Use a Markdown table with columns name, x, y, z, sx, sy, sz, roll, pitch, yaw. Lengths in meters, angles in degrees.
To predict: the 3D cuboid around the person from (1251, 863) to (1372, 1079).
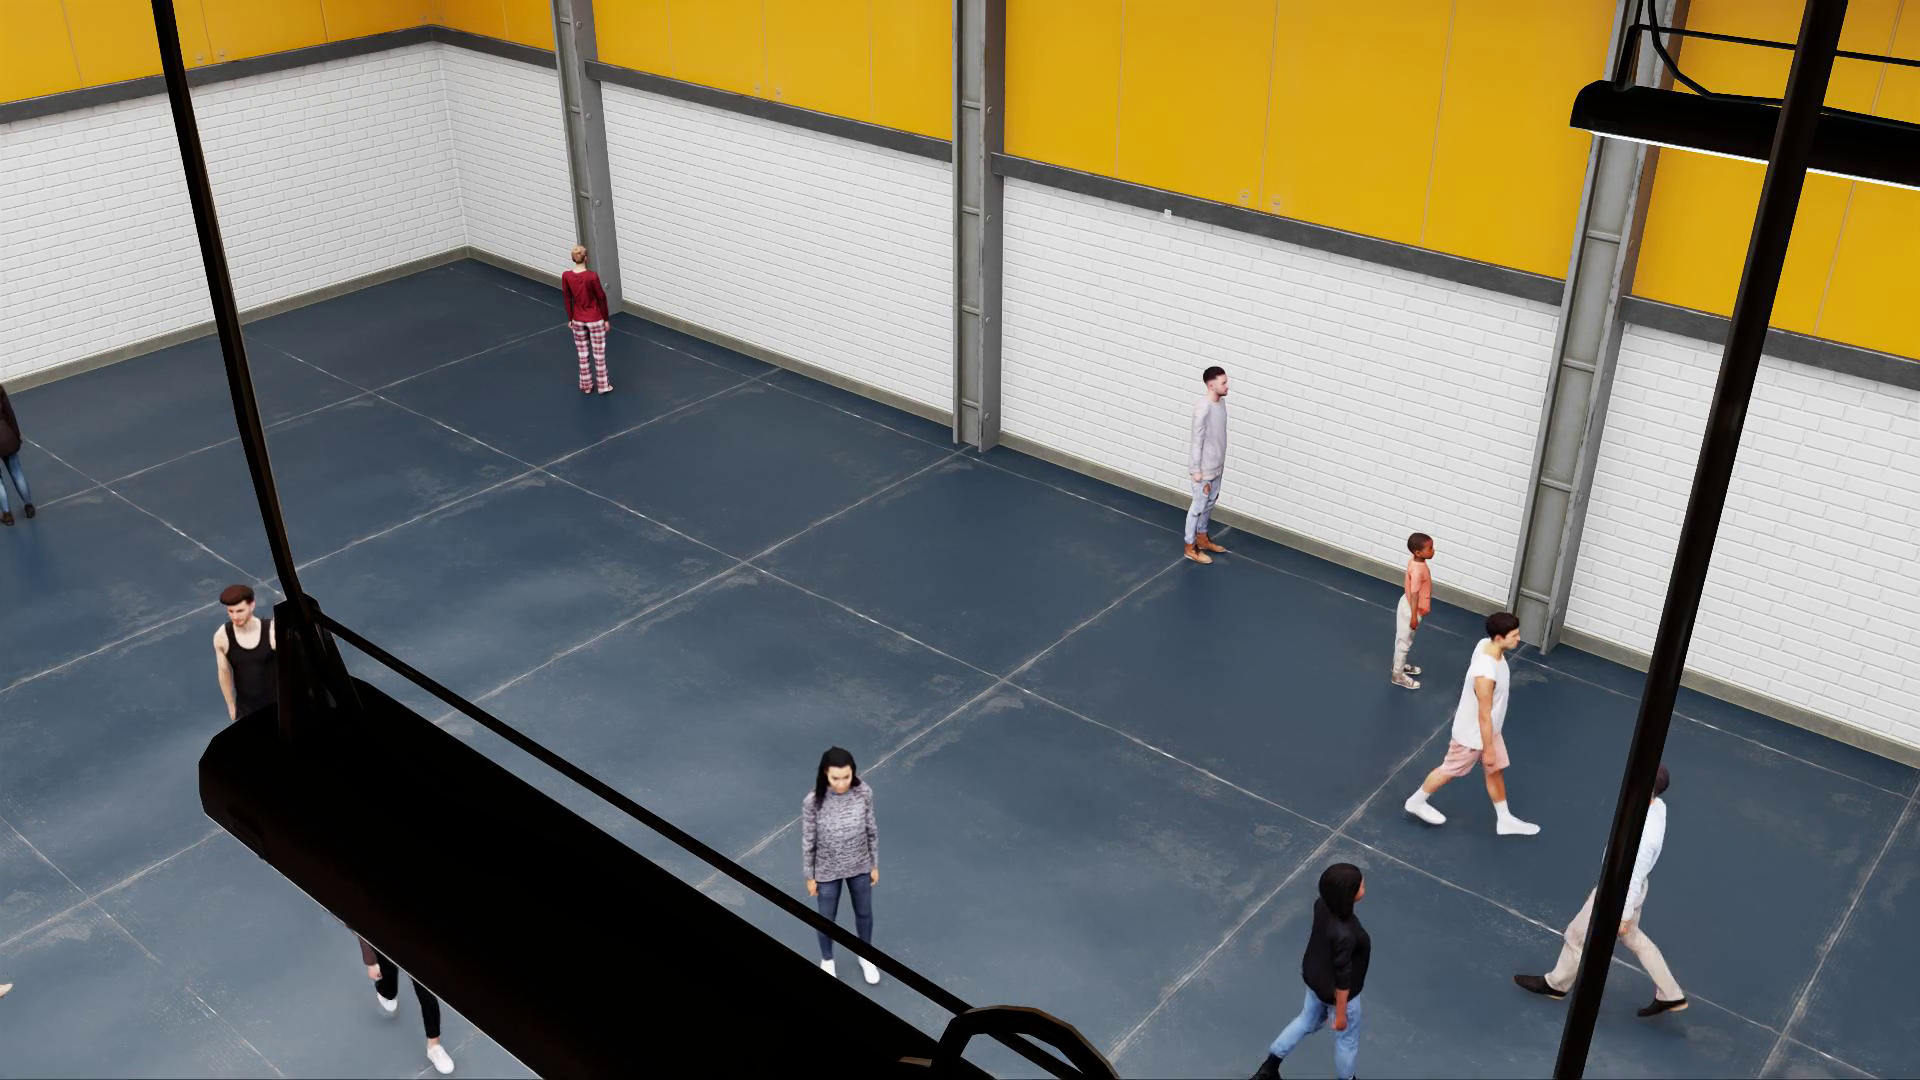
| name | x | y | z | sx | sy | sz | roll | pitch | yaw |
| --- | --- | --- | --- | --- | --- | --- | --- | --- | --- |
| person | 1.966 | 2.473 | 9.131 | 0.970 | 1.682 | 0.983 | -7 | 29 | -13 |

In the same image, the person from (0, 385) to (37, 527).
| name | x | y | z | sx | sy | sz | roll | pitch | yaw |
| --- | --- | --- | --- | --- | --- | --- | --- | --- | --- |
| person | -8.953 | -0.923 | 15.409 | 0.647 | 1.634 | 0.621 | -25 | 37 | -38 |

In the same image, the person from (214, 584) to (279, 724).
| name | x | y | z | sx | sy | sz | roll | pitch | yaw |
| --- | --- | --- | --- | --- | --- | --- | --- | --- | --- |
| person | -4.775 | 1.082 | 11.475 | 0.967 | 1.879 | 1.042 | -5 | 29 | -9 |

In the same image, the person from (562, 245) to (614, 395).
| name | x | y | z | sx | sy | sz | roll | pitch | yaw |
| --- | --- | --- | --- | --- | --- | --- | --- | --- | --- |
| person | -4.040 | -2.401 | 18.050 | 0.624 | 1.698 | 0.742 | 4 | 29 | 7 |

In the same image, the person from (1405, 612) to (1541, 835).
| name | x | y | z | sx | sy | sz | roll | pitch | yaw |
| --- | --- | --- | --- | --- | --- | --- | --- | --- | --- |
| person | 3.429 | 1.259 | 11.298 | 1.210 | 1.739 | 0.863 | 13 | 31 | 22 |

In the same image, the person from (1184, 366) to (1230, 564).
| name | x | y | z | sx | sy | sz | roll | pitch | yaw |
| --- | --- | --- | --- | --- | --- | --- | --- | --- | --- |
| person | 2.188 | -0.694 | 14.774 | 0.604 | 1.839 | 0.697 | 18 | 33 | 29 |

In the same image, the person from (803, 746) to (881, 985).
| name | x | y | z | sx | sy | sz | roll | pitch | yaw |
| --- | --- | --- | --- | --- | --- | --- | --- | --- | --- |
| person | -0.713 | 1.951 | 10.038 | 0.699 | 1.731 | 0.717 | -8 | 30 | -14 |

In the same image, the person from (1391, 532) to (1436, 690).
| name | x | y | z | sx | sy | sz | roll | pitch | yaw |
| --- | --- | --- | --- | --- | --- | --- | --- | --- | --- |
| person | 3.552 | 0.527 | 13.088 | 0.572 | 1.310 | 0.550 | 8 | 30 | 15 |

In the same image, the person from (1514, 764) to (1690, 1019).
| name | x | y | z | sx | sy | sz | roll | pitch | yaw |
| --- | --- | --- | --- | --- | --- | --- | --- | --- | --- |
| person | 3.938 | 2.079 | 9.709 | 1.273 | 1.820 | 0.851 | 14 | 31 | 23 |
